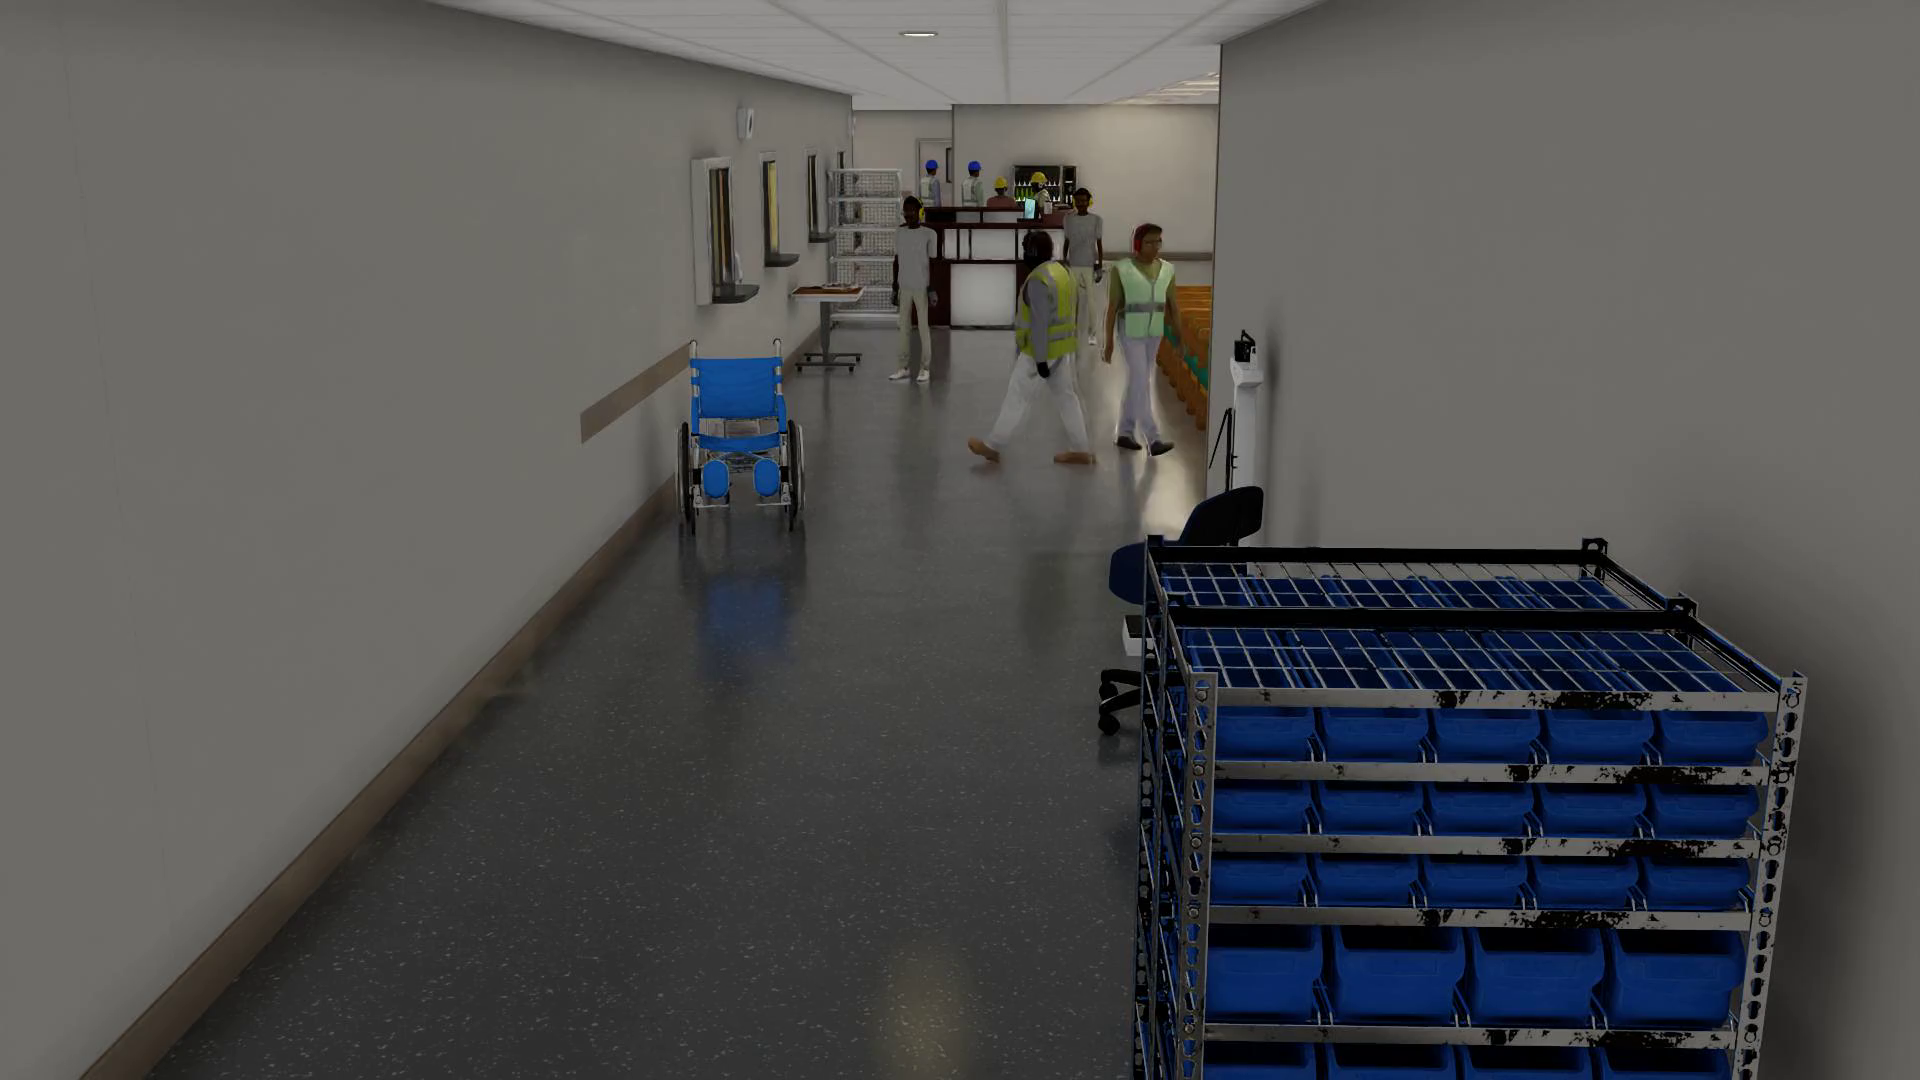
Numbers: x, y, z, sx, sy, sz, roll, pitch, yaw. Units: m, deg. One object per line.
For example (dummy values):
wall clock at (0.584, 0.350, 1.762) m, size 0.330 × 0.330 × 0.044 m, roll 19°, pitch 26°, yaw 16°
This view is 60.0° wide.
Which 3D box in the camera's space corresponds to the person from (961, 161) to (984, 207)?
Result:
person at (0.258, -6.246, 31.767) m, size 0.384 × 1.949 × 0.605 m, roll -10°, pitch 17°, yaw -36°

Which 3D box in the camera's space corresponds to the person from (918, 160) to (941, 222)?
person at (-0.578, -6.567, 33.069) m, size 0.391 × 1.949 × 0.602 m, roll -11°, pitch 18°, yaw -38°

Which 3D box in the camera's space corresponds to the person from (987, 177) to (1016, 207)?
person at (0.677, -5.141, 27.687) m, size 0.522 × 1.759 × 0.349 m, roll 5°, pitch 15°, yaw 19°

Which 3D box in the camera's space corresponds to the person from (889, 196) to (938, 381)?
person at (-0.469, -2.551, 16.930) m, size 0.520 × 1.873 × 0.333 m, roll 6°, pitch 15°, yaw 24°

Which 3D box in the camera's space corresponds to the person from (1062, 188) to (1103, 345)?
person at (1.459, -3.255, 19.826) m, size 0.506 × 1.861 × 0.329 m, roll 4°, pitch 14°, yaw 17°

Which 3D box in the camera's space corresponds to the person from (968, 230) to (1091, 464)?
person at (0.577, -1.459, 12.706) m, size 0.960 × 1.776 × 0.607 m, roll 7°, pitch 15°, yaw 25°

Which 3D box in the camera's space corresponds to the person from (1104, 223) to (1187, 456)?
person at (1.502, -1.549, 12.996) m, size 0.581 × 1.797 × 0.953 m, roll -8°, pitch 16°, yaw -30°

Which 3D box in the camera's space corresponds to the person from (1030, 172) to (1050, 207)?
person at (1.355, -5.373, 28.496) m, size 0.403 × 1.827 × 0.590 m, roll 0°, pitch 14°, yaw -2°
